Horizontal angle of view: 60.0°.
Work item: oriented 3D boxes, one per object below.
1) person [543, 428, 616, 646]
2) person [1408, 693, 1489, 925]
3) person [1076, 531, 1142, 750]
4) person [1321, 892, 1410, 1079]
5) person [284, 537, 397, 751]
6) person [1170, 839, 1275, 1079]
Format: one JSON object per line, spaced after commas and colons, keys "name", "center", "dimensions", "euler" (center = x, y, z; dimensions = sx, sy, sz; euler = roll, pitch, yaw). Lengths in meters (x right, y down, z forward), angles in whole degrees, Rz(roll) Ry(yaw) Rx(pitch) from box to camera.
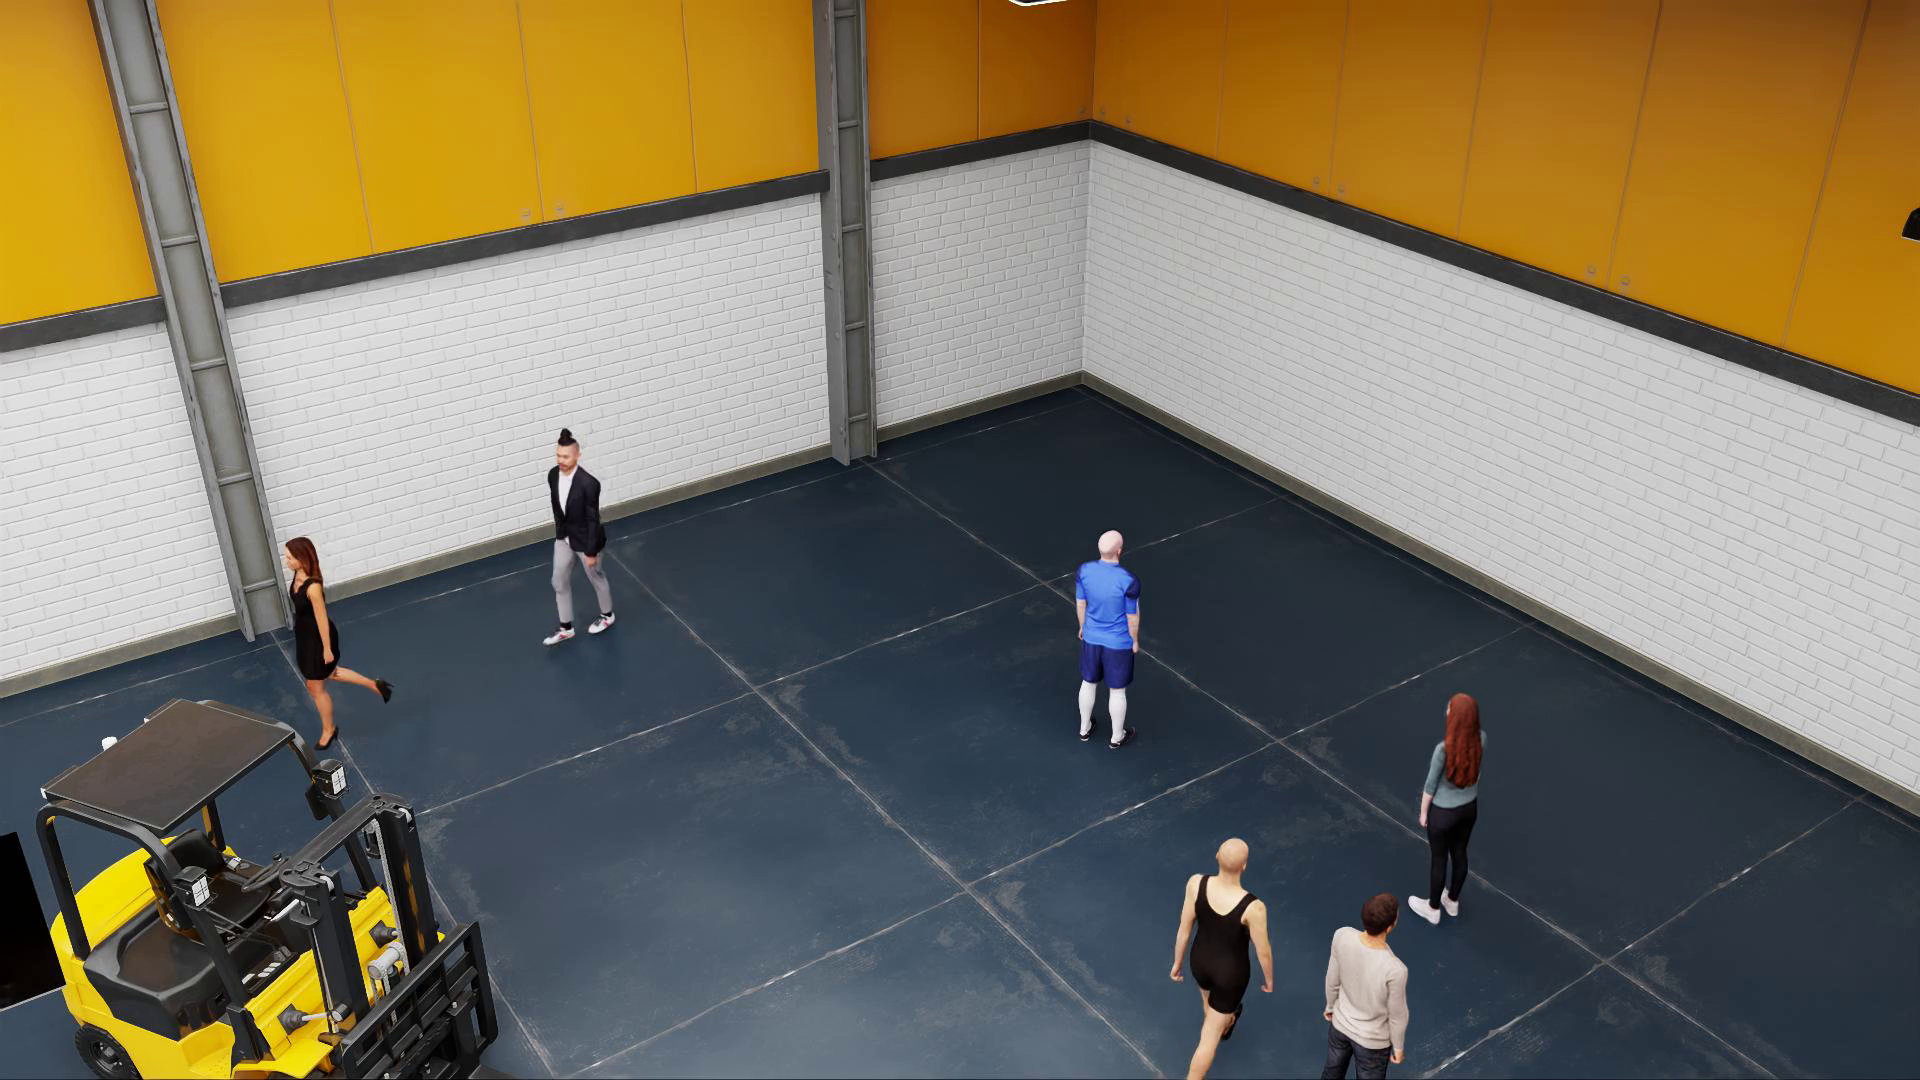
{"name": "person", "center": [-3.124, -0.077, 13.986], "dimensions": [0.937, 1.933, 1.063], "euler": [16, 32, 27]}
{"name": "person", "center": [3.196, 1.760, 10.820], "dimensions": [0.559, 1.742, 0.683], "euler": [-10, 30, -17]}
{"name": "person", "center": [1.114, 0.743, 12.578], "dimensions": [0.755, 1.842, 0.739], "euler": [15, 32, 25]}
{"name": "person", "center": [2.179, 2.660, 9.038], "dimensions": [0.610, 1.867, 0.687], "euler": [-24, 37, -37]}
{"name": "person", "center": [-4.753, 0.763, 12.567], "dimensions": [0.889, 1.818, 0.585], "euler": [-19, 34, -31]}
{"name": "person", "center": [1.416, 2.500, 9.426], "dimensions": [0.914, 1.776, 1.173], "euler": [19, 34, 31]}
